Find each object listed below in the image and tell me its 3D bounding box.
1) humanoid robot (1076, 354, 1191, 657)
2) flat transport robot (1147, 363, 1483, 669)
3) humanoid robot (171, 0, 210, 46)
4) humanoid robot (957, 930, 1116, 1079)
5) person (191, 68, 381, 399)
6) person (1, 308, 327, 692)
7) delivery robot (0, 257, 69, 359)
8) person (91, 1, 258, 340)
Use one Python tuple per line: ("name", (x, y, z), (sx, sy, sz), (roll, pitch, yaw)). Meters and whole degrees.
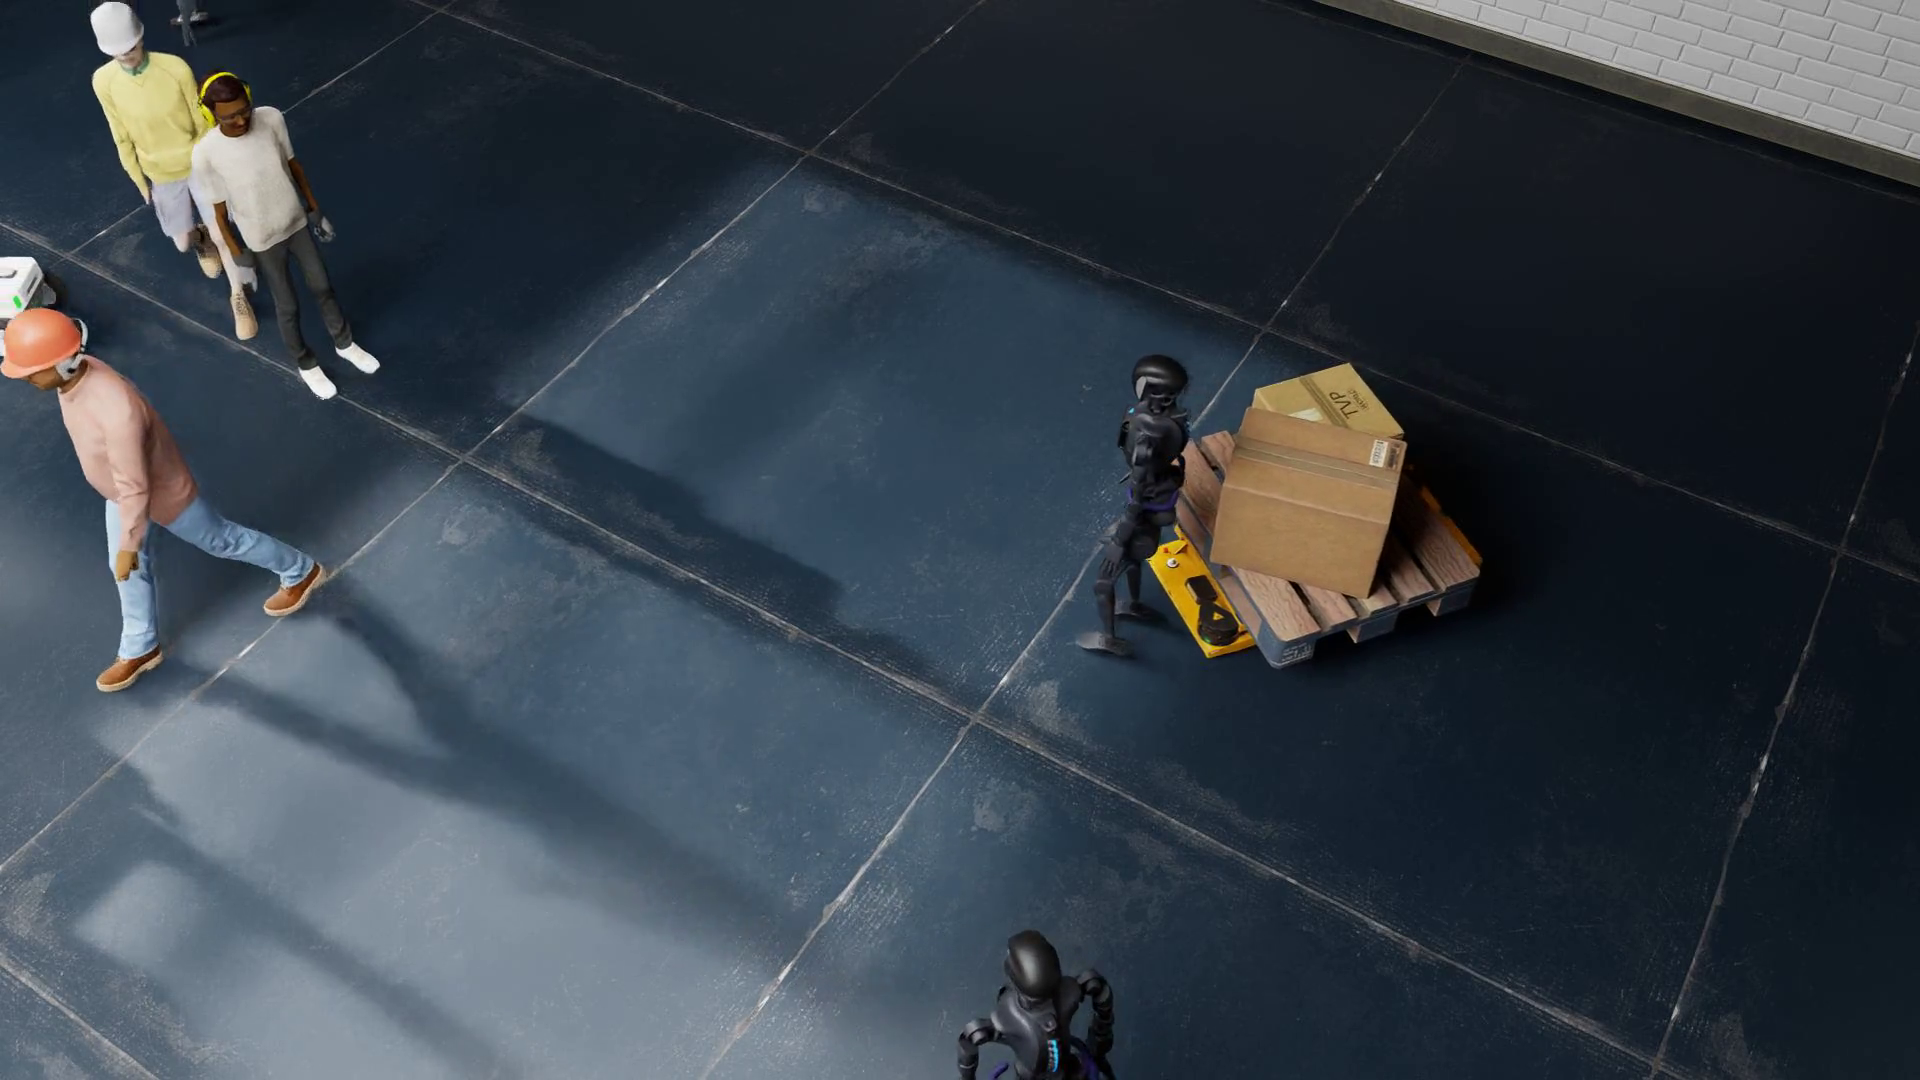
("humanoid robot", (0.727, -0.173, 7.025), (0.409, 1.648, 0.588), (11, 50, 9))
("flat transport robot", (1.654, 0.065, 7.759), (1.431, 0.231, 0.659), (-17, 51, -14))
("humanoid robot", (-4.992, -3.853, 10.272), (0.743, 1.892, 0.540), (-15, 50, -13))
("humanoid robot", (0.253, 1.782, 5.331), (0.592, 1.641, 0.396), (-20, 52, -17))
("person", (-3.289, -1.469, 8.050), (0.344, 1.857, 0.533), (30, 55, 24))
("person", (-3.366, -0.218, 6.904), (0.605, 1.941, 1.054), (32, 56, 25))
("delivery robot", (-5.159, -1.268, 8.746), (0.796, 0.613, 0.499), (0, 49, 0))
("person", (-3.958, -1.910, 8.421), (0.495, 1.872, 0.636), (-16, 51, -13))
